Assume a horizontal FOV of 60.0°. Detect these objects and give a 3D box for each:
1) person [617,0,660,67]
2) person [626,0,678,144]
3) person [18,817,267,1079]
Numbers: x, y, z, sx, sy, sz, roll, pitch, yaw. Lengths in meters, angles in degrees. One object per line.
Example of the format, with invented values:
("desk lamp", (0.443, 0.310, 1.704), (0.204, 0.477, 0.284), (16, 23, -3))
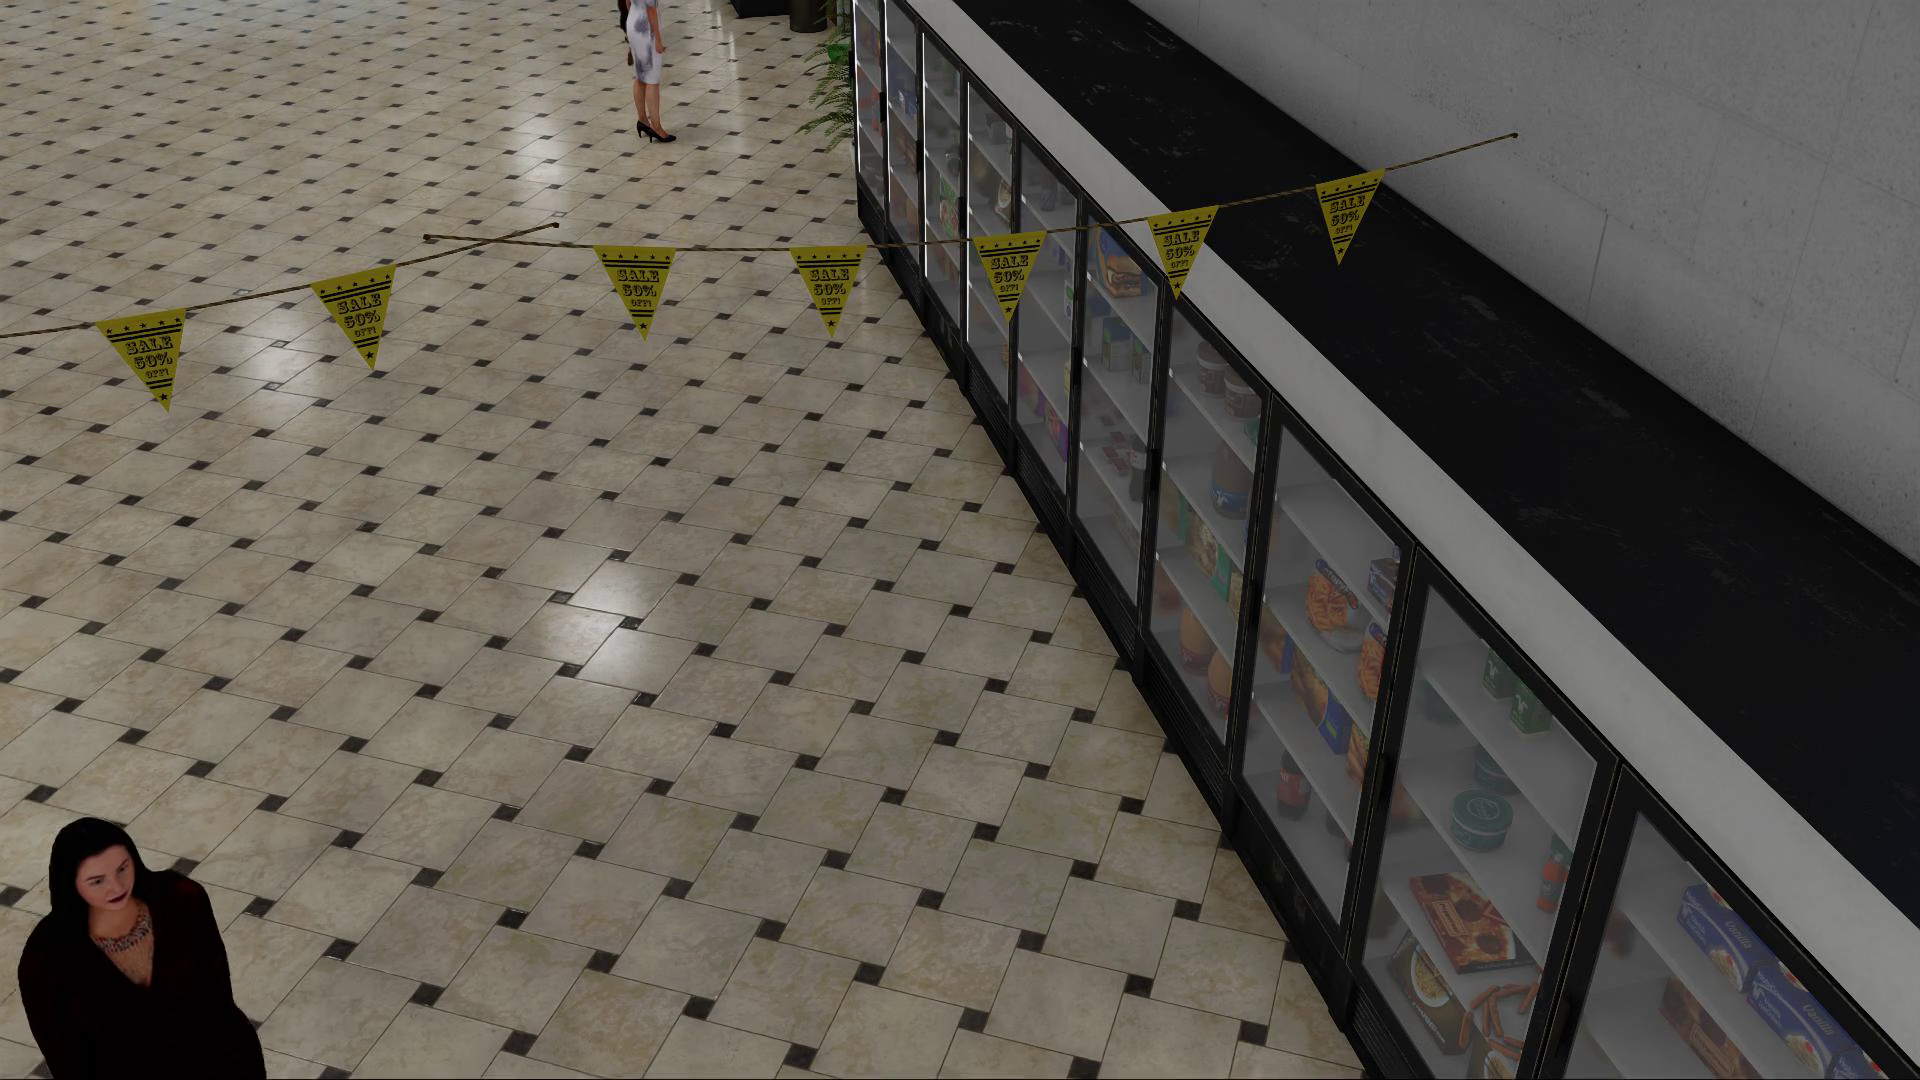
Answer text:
("person", (-2.976, -5.228, 15.399), (0.719, 1.744, 0.770), (-4, 32, -6))
("person", (-2.598, -4.165, 13.685), (0.620, 1.751, 0.632), (-22, 38, -31))
("person", (-2.307, 1.444, 4.704), (1.159, 1.716, 1.033), (-24, 39, -33))
